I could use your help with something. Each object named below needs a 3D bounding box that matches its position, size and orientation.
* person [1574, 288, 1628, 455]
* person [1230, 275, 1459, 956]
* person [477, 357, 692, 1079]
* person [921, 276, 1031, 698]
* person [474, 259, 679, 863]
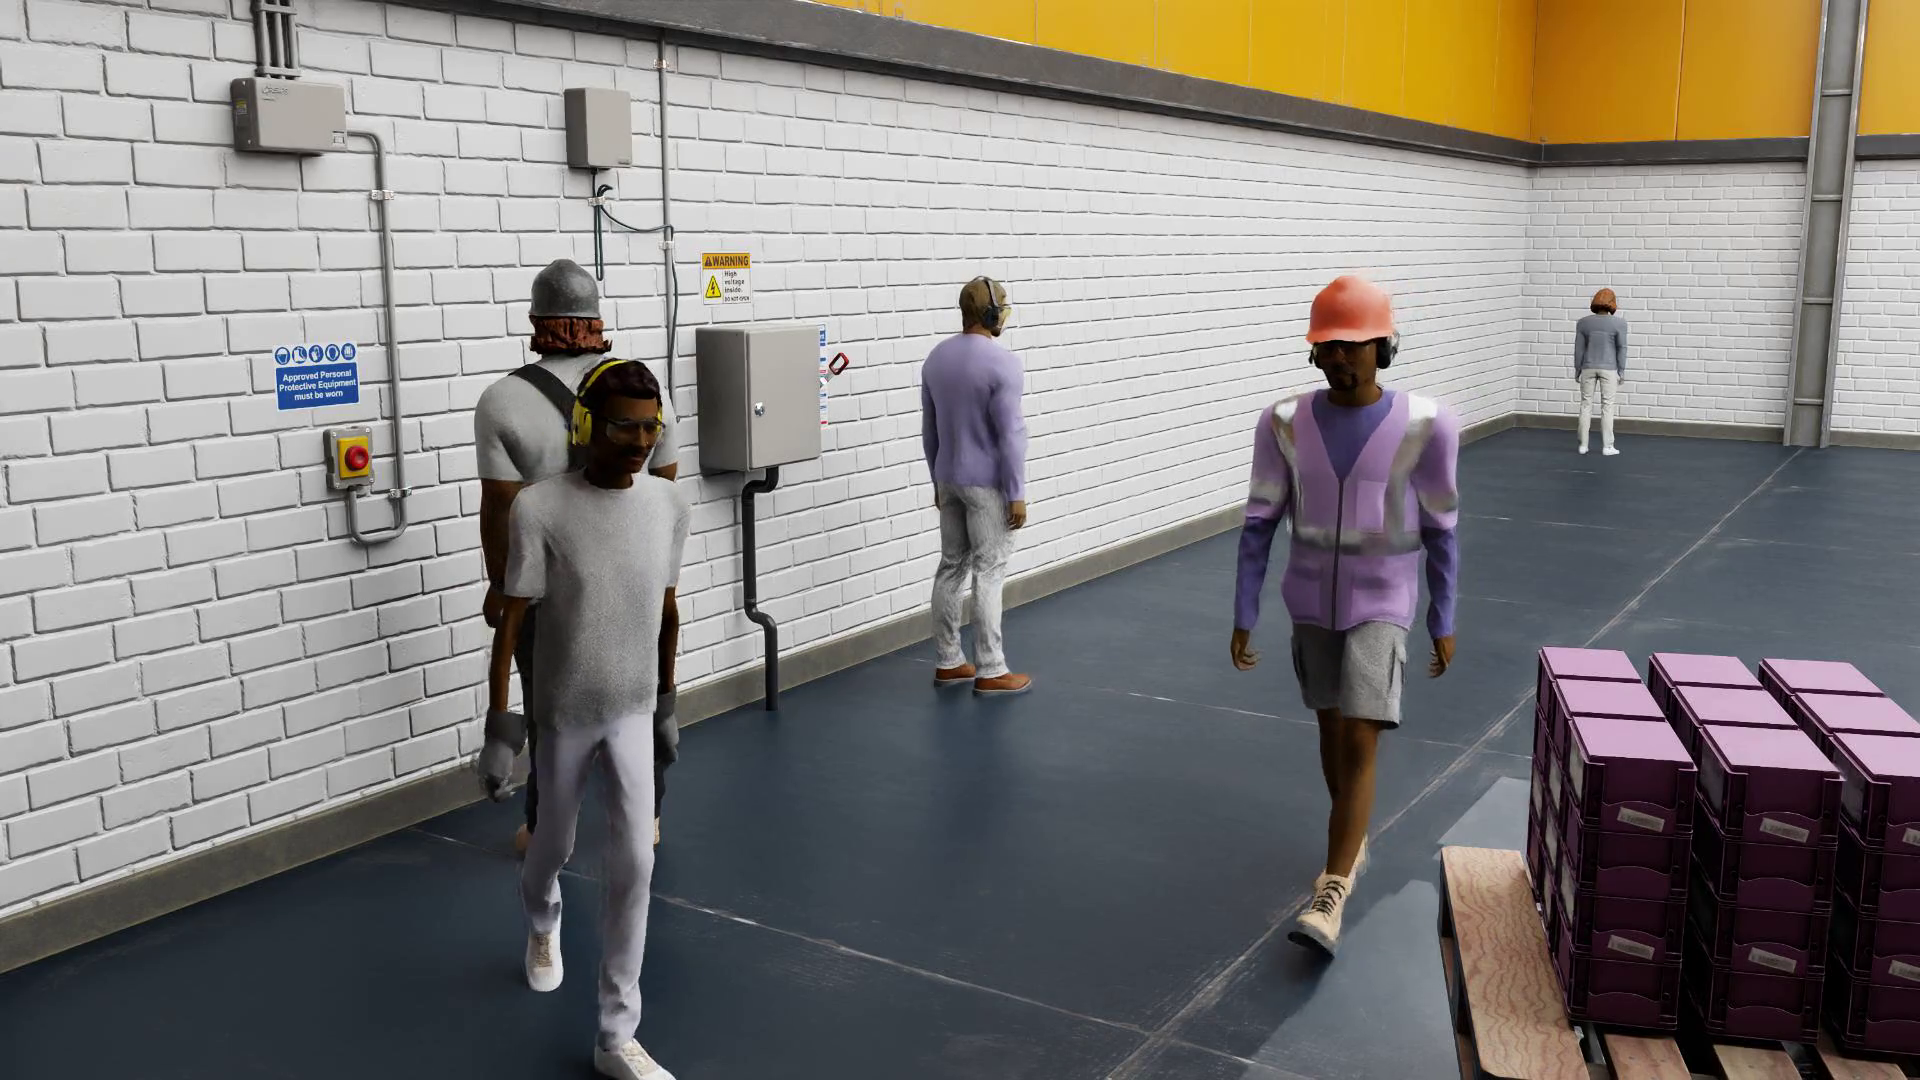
[{"bbox_3d":[6.287,-1.651,16.344,0.500,1.633,0.286,8,13,39],"label":"person"},{"bbox_3d":[1.133,0.215,5.021,0.633,1.985,1.044,6,12,29],"label":"person"},{"bbox_3d":[-0.991,0.428,4.317,0.585,1.820,0.927,-7,12,-35],"label":"person"},{"bbox_3d":[0.077,-0.244,7.705,0.352,1.937,0.635,-9,13,-40],"label":"person"},{"bbox_3d":[-1.321,0.072,5.667,0.676,2.000,0.536,-6,12,-31],"label":"person"}]
